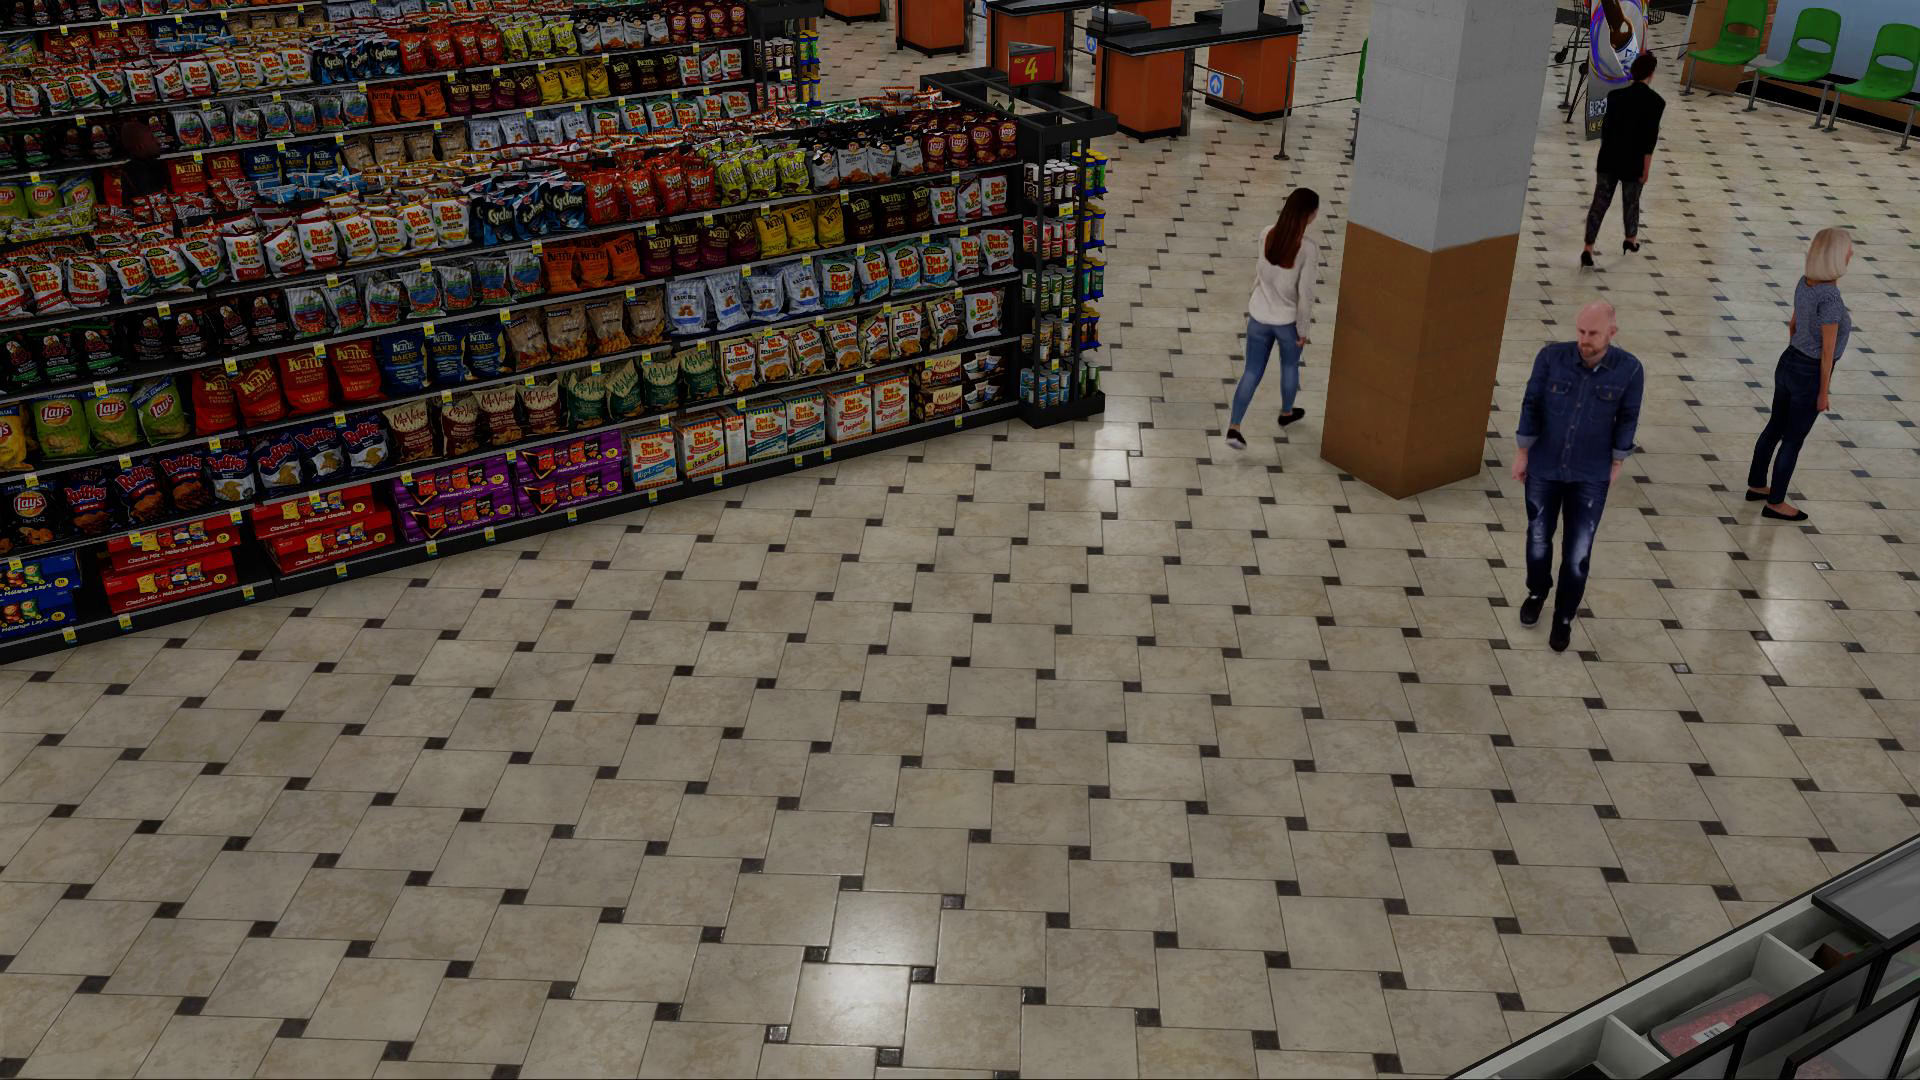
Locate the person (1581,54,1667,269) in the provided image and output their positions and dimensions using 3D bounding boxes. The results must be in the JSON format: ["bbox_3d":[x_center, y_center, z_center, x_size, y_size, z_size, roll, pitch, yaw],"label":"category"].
[{"bbox_3d":[5.254,-2.983,13.321,1.105,1.672,0.828,-25,37,-38],"label":"person"}]

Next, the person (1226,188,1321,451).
[{"bbox_3d":[1.918,-1.321,10.300,0.912,1.650,1.224,20,34,32],"label":"person"}]

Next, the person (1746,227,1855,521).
[{"bbox_3d":[4.844,-0.957,9.560,0.660,1.722,0.655,-1,29,-1],"label":"person"}]

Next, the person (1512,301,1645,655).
[{"bbox_3d":[3.078,-0.373,8.407,0.882,1.801,0.929,14,32,24],"label":"person"}]
